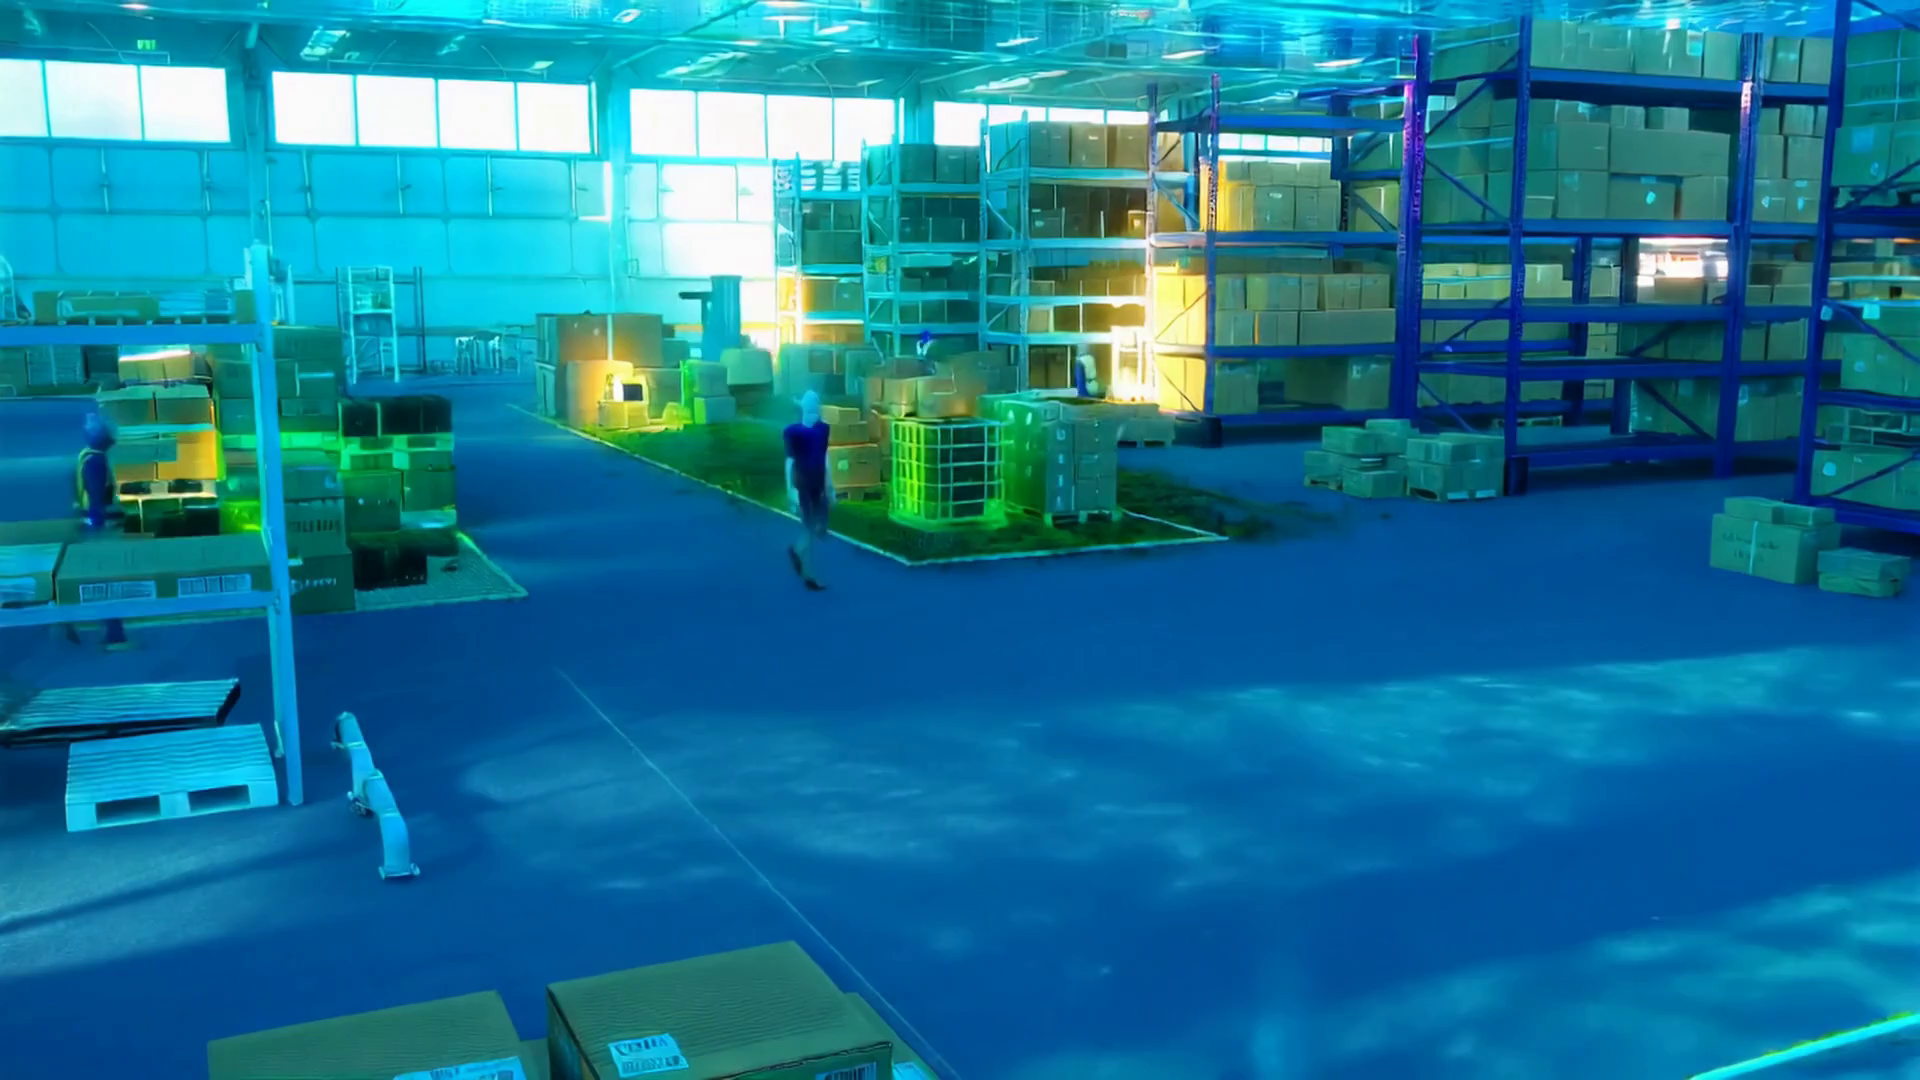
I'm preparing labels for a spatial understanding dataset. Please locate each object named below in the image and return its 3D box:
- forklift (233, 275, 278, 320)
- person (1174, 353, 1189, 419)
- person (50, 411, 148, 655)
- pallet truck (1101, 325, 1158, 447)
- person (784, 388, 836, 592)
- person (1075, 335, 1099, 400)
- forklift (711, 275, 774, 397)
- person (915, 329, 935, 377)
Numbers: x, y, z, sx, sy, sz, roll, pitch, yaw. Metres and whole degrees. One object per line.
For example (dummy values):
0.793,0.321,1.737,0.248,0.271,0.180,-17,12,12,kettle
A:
-16.170,-4.714,38.335,1.129,2.768,1.873,-4,10,-25,forklift
4.485,-3.305,32.898,0.734,1.819,0.633,-4,10,-23,person
-6.496,-0.036,12.468,0.539,1.869,0.574,-5,10,-28,person
2.881,-2.596,27.923,0.823,1.965,1.885,-1,9,-7,pallet truck
-1.410,-0.470,15.181,0.544,1.853,0.584,-9,13,-43,person
2.029,-2.333,26.600,0.497,1.897,0.613,4,10,24,person
-5.396,-4.769,38.678,1.873,2.768,1.129,3,10,19,forklift
-0.792,-3.909,37.209,0.538,1.625,0.520,5,10,26,person
